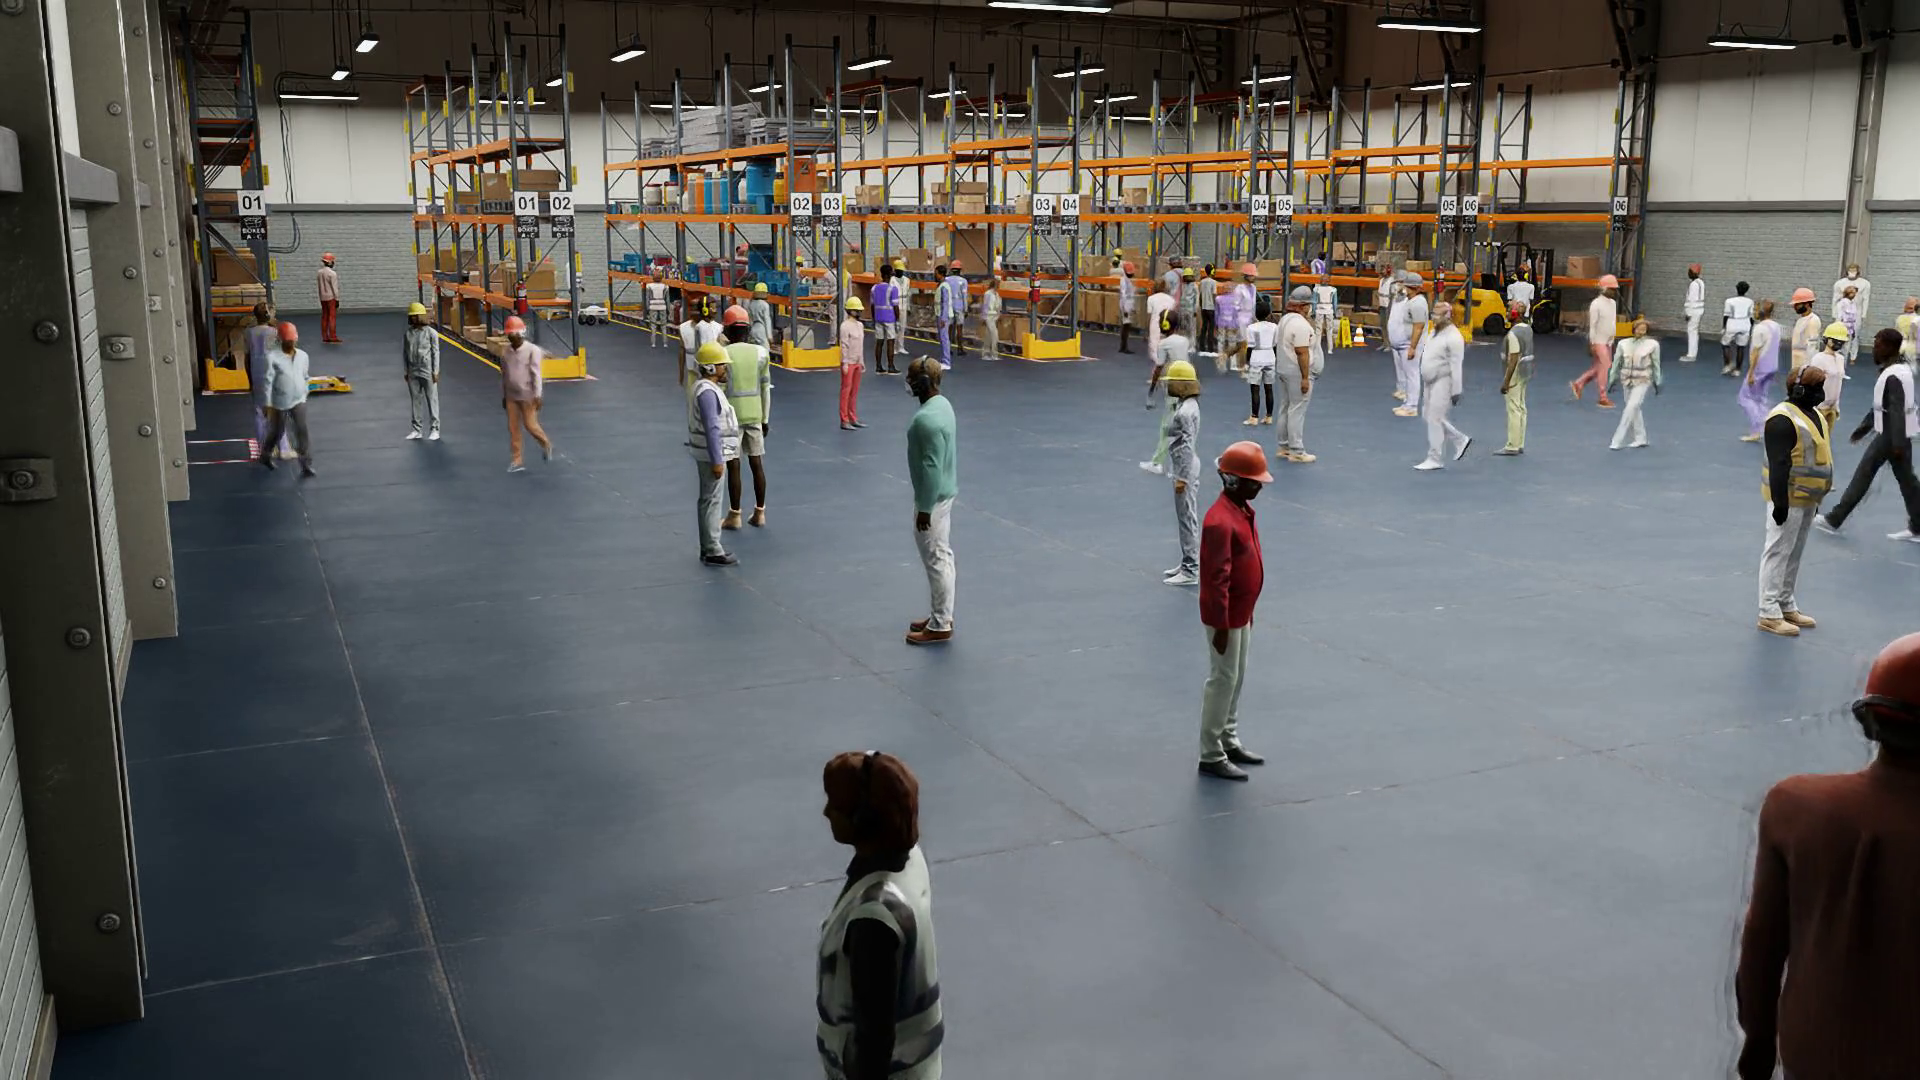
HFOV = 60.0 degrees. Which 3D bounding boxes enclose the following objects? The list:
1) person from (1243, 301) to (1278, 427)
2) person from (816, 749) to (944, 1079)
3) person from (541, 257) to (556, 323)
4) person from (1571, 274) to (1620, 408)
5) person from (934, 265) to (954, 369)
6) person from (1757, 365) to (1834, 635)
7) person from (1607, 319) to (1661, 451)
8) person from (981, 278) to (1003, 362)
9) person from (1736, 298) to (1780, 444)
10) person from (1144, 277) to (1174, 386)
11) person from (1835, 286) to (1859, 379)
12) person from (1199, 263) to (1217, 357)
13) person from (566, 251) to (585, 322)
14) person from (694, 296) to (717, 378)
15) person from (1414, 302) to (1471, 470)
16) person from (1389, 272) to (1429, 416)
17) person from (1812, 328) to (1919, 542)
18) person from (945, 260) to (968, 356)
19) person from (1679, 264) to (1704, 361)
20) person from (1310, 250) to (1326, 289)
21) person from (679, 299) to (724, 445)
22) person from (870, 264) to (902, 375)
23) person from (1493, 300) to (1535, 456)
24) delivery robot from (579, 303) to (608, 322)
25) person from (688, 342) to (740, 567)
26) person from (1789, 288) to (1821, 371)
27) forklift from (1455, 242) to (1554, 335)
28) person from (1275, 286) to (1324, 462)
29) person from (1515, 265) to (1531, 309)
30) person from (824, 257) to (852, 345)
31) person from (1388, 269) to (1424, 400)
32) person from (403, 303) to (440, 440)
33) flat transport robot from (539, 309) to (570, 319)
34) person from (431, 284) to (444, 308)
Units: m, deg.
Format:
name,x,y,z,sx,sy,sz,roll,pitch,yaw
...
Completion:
name,x,y,z,sx,sy,sz,roll,pitch,yaw
person,4.072,-2.383,22.513,0.535,1.699,0.318,-6,13,-28
person,-0.191,1.291,4.000,0.311,1.637,0.519,1,11,5
person,-10.920,-6.605,43.905,0.576,1.727,0.461,1,11,6
person,9.537,-2.979,24.849,0.628,1.972,0.779,-9,14,-39
person,-0.312,-4.113,30.745,0.376,1.917,0.600,-1,11,-6
person,5.761,-0.280,11.464,0.627,1.844,0.429,-11,15,-43
person,8.213,-1.893,20.266,0.679,1.589,0.529,-9,15,-40
person,0.681,-4.269,32.287,0.659,1.608,0.533,5,12,23
person,9.978,-2.095,20.725,0.547,1.833,0.385,-6,13,-29
person,3.337,-3.451,27.618,0.529,1.832,0.677,-6,13,-30
person,15.327,-3.587,28.817,0.515,1.631,0.321,-6,12,-27
person,5.025,-4.624,33.456,0.328,1.876,0.513,-7,13,-32
person,-10.161,-6.704,44.001,0.341,1.882,0.587,6,13,27
person,-3.079,-2.037,20.316,0.327,1.874,0.518,-1,11,-6
person,5.473,-1.736,18.725,0.648,1.893,0.642,-2,11,-8
person,6.379,-2.786,23.692,0.539,2.000,0.688,2,11,11
person,8.103,-0.929,14.690,1.028,1.861,0.590,8,14,36
person,-0.079,-4.706,33.742,0.546,1.928,0.384,5,12,23
person,14.287,-4.420,32.396,0.343,1.882,0.583,7,13,32
person,10.190,-7.267,46.975,0.627,1.843,0.429,-6,13,-29
person,-3.168,-2.068,20.590,0.640,1.830,0.391,2,11,10
person,-1.313,-3.922,29.653,0.617,1.963,0.361,8,14,35
person,6.617,-1.920,19.782,0.388,1.847,0.563,8,14,35
delivery robot,-9.437,-5.865,42.886,0.707,0.478,0.477,-10,15,-42
person,-2.013,-0.705,13.639,0.403,1.835,0.588,-3,12,-15
person,10.740,-2.245,21.255,0.390,1.923,0.549,2,11,8
forklift,13.047,-6.049,39.881,2.313,2.155,1.214,-5,12,-23
person,3.971,-1.941,19.395,0.538,2.000,0.689,-2,11,-10
person,10.769,-4.329,31.934,0.355,1.883,0.574,1,11,6
person,-2.681,-5.226,36.419,0.643,1.913,0.410,-4,12,-18
person,6.928,-3.217,25.878,0.544,2.000,0.740,-3,12,-17
person,-6.864,-2.142,21.174,0.484,1.744,0.296,2,11,11
flat transport robot,-11.123,-6.193,45.516,0.652,0.197,1.431,1,11,3
person,-14.861,-7.286,47.256,0.523,1.771,0.304,7,13,30
